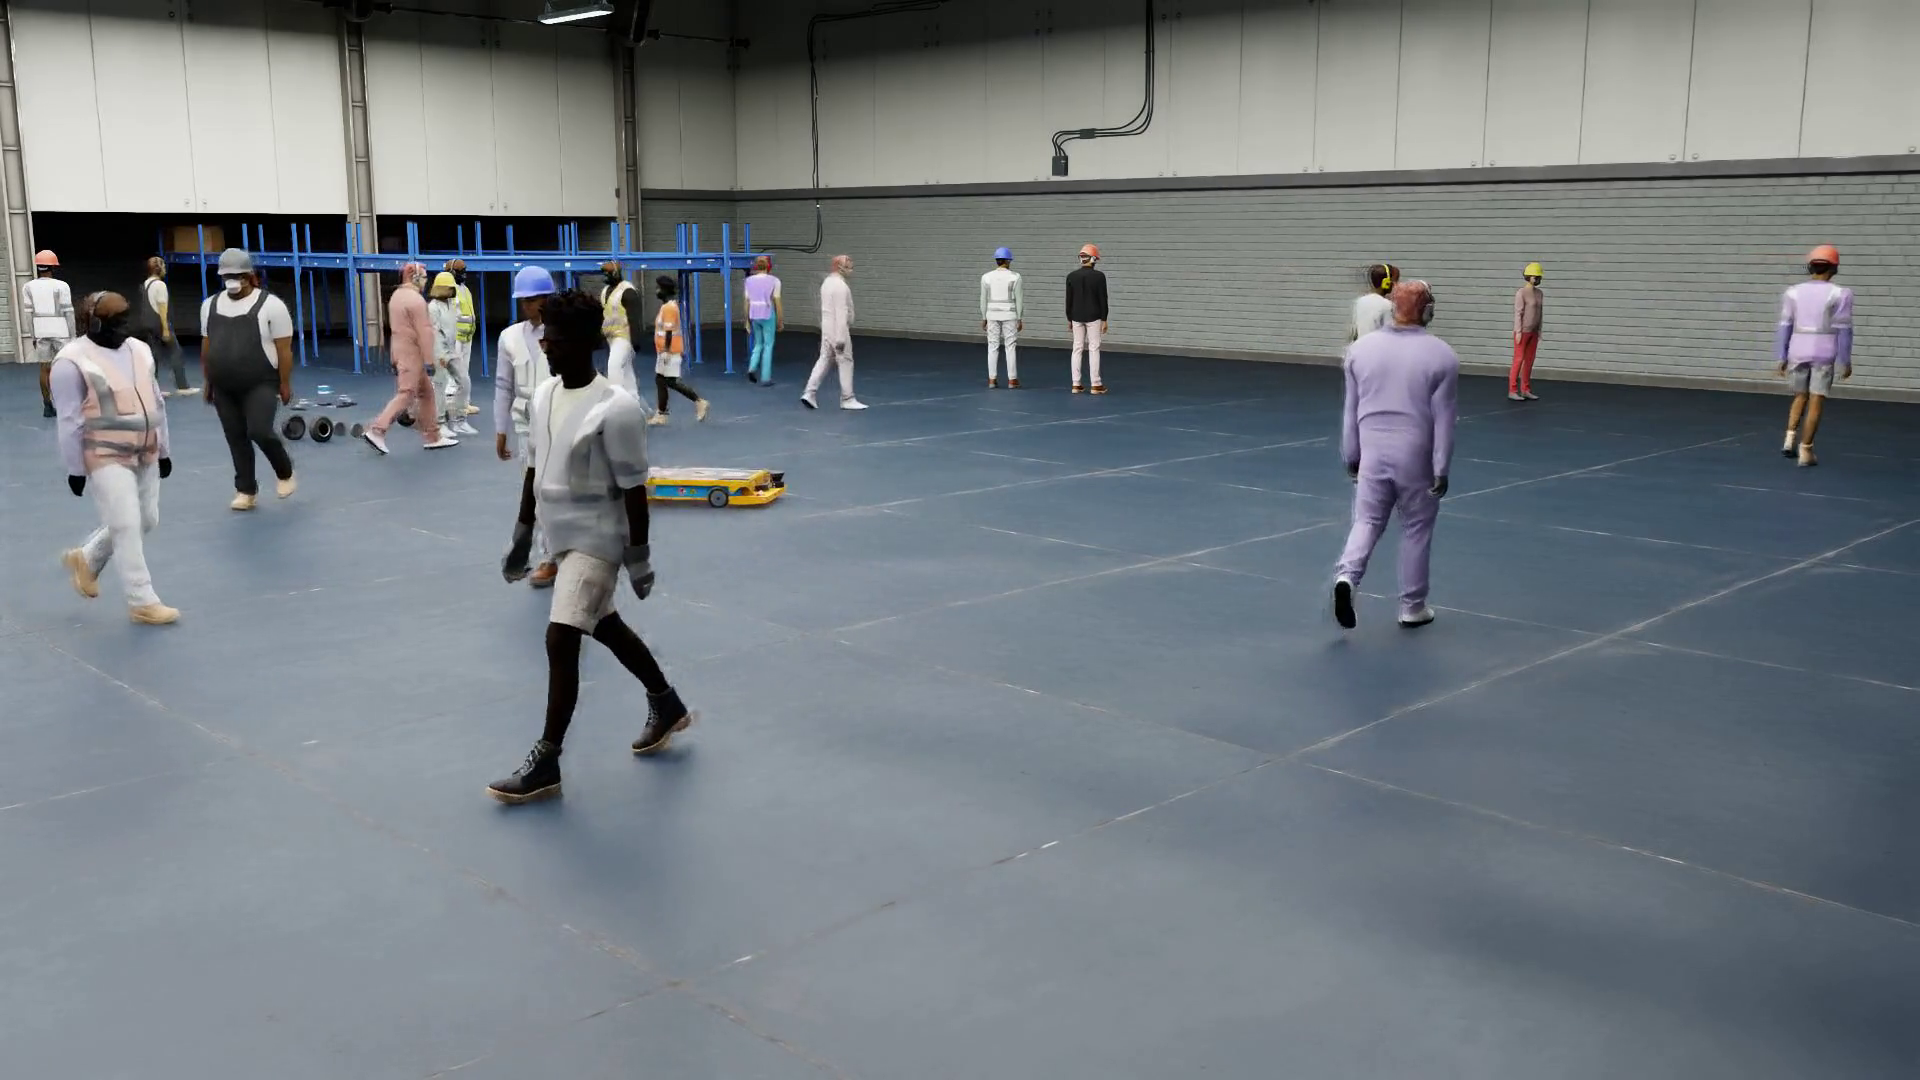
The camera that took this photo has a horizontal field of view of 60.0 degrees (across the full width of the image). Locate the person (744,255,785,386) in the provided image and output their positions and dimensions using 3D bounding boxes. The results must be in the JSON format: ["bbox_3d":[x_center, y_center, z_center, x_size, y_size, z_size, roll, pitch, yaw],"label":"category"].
[{"bbox_3d":[-2.758,-3.094,23.448,0.560,1.836,0.429,5,11,25],"label":"person"}]

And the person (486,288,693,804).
[{"bbox_3d":[-1.431,-0.019,6.483,1.007,1.923,0.607,-9,14,-41],"label":"person"}]

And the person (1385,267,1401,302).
[{"bbox_3d":[6.536,-3.317,25.212,0.510,1.640,0.308,-4,11,-18],"label":"person"}]

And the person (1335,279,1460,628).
[{"bbox_3d":[2.314,-0.440,8.863,0.647,1.889,0.762,8,13,36],"label":"person"}]

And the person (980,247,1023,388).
[{"bbox_3d":[0.586,-3.092,23.155,0.605,1.943,0.402,3,11,16],"label":"person"}]

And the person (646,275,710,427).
[{"bbox_3d":[-3.167,-2.095,18.454,0.660,1.675,0.539,-3,11,-18],"label":"person"}]

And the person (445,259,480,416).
[{"bbox_3d":[-5.941,-2.396,19.679,0.430,1.835,0.619,2,11,13],"label":"person"}]

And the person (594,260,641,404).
[{"bbox_3d":[-4.052,-2.325,19.333,0.767,1.813,0.629,-8,13,-35],"label":"person"}]

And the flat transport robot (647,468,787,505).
[{"bbox_3d":[-2.167,-0.444,13.393,1.431,0.197,0.652,2,10,8],"label":"flat transport robot"}]

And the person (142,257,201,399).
[{"bbox_3d":[-10.313,-2.764,21.694,0.548,1.821,0.740,8,13,36],"label":"person"}]

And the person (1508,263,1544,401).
[{"bbox_3d":[7.318,-2.675,21.390,0.518,1.757,0.338,-8,13,-38],"label":"person"}]

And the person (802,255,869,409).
[{"bbox_3d":[-1.568,-2.521,20.298,0.872,1.869,0.706,-5,11,-23],"label":"person"}]

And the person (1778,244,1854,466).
[{"bbox_3d":[7.912,-1.701,15.363,0.443,2.028,0.609,-8,13,-36],"label":"person"}]

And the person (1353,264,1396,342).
[{"bbox_3d":[3.947,-1.637,15.503,0.741,1.838,0.553,-4,11,-20],"label":"person"}]

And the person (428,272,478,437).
[{"bbox_3d":[-5.344,-1.942,17.472,0.535,1.729,0.498,3,11,17],"label":"person"}]

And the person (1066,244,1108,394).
[{"bbox_3d":[1.718,-2.968,22.362,0.611,1.985,0.393,6,12,30],"label":"person"}]

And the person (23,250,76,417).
[{"bbox_3d":[-10.616,-2.414,19.471,0.544,1.939,0.355,-1,10,-3],"label":"person"}]

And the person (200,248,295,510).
[{"bbox_3d":[-5.546,-1.233,12.869,0.685,2.000,0.552,1,10,6],"label":"person"}]

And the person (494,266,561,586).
[{"bbox_3d":[-2.501,-0.673,9.996,0.638,1.926,0.460,3,11,13],"label":"person"}]

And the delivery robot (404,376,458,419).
[{"bbox_3d":[-5.896,-1.598,18.658,0.477,0.478,0.707,8,13,36],"label":"delivery robot"}]

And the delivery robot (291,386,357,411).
[{"bbox_3d":[-6.660,-1.497,17.399,0.335,0.223,0.698,6,12,28],"label":"delivery robot"}]

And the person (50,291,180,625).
[{"bbox_3d":[-4.690,-0.455,9.139,0.765,1.817,0.659,3,11,18],"label":"person"}]

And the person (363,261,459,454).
[{"bbox_3d":[-5.426,-1.789,16.271,0.908,1.868,0.659,-7,12,-32],"label":"person"}]
